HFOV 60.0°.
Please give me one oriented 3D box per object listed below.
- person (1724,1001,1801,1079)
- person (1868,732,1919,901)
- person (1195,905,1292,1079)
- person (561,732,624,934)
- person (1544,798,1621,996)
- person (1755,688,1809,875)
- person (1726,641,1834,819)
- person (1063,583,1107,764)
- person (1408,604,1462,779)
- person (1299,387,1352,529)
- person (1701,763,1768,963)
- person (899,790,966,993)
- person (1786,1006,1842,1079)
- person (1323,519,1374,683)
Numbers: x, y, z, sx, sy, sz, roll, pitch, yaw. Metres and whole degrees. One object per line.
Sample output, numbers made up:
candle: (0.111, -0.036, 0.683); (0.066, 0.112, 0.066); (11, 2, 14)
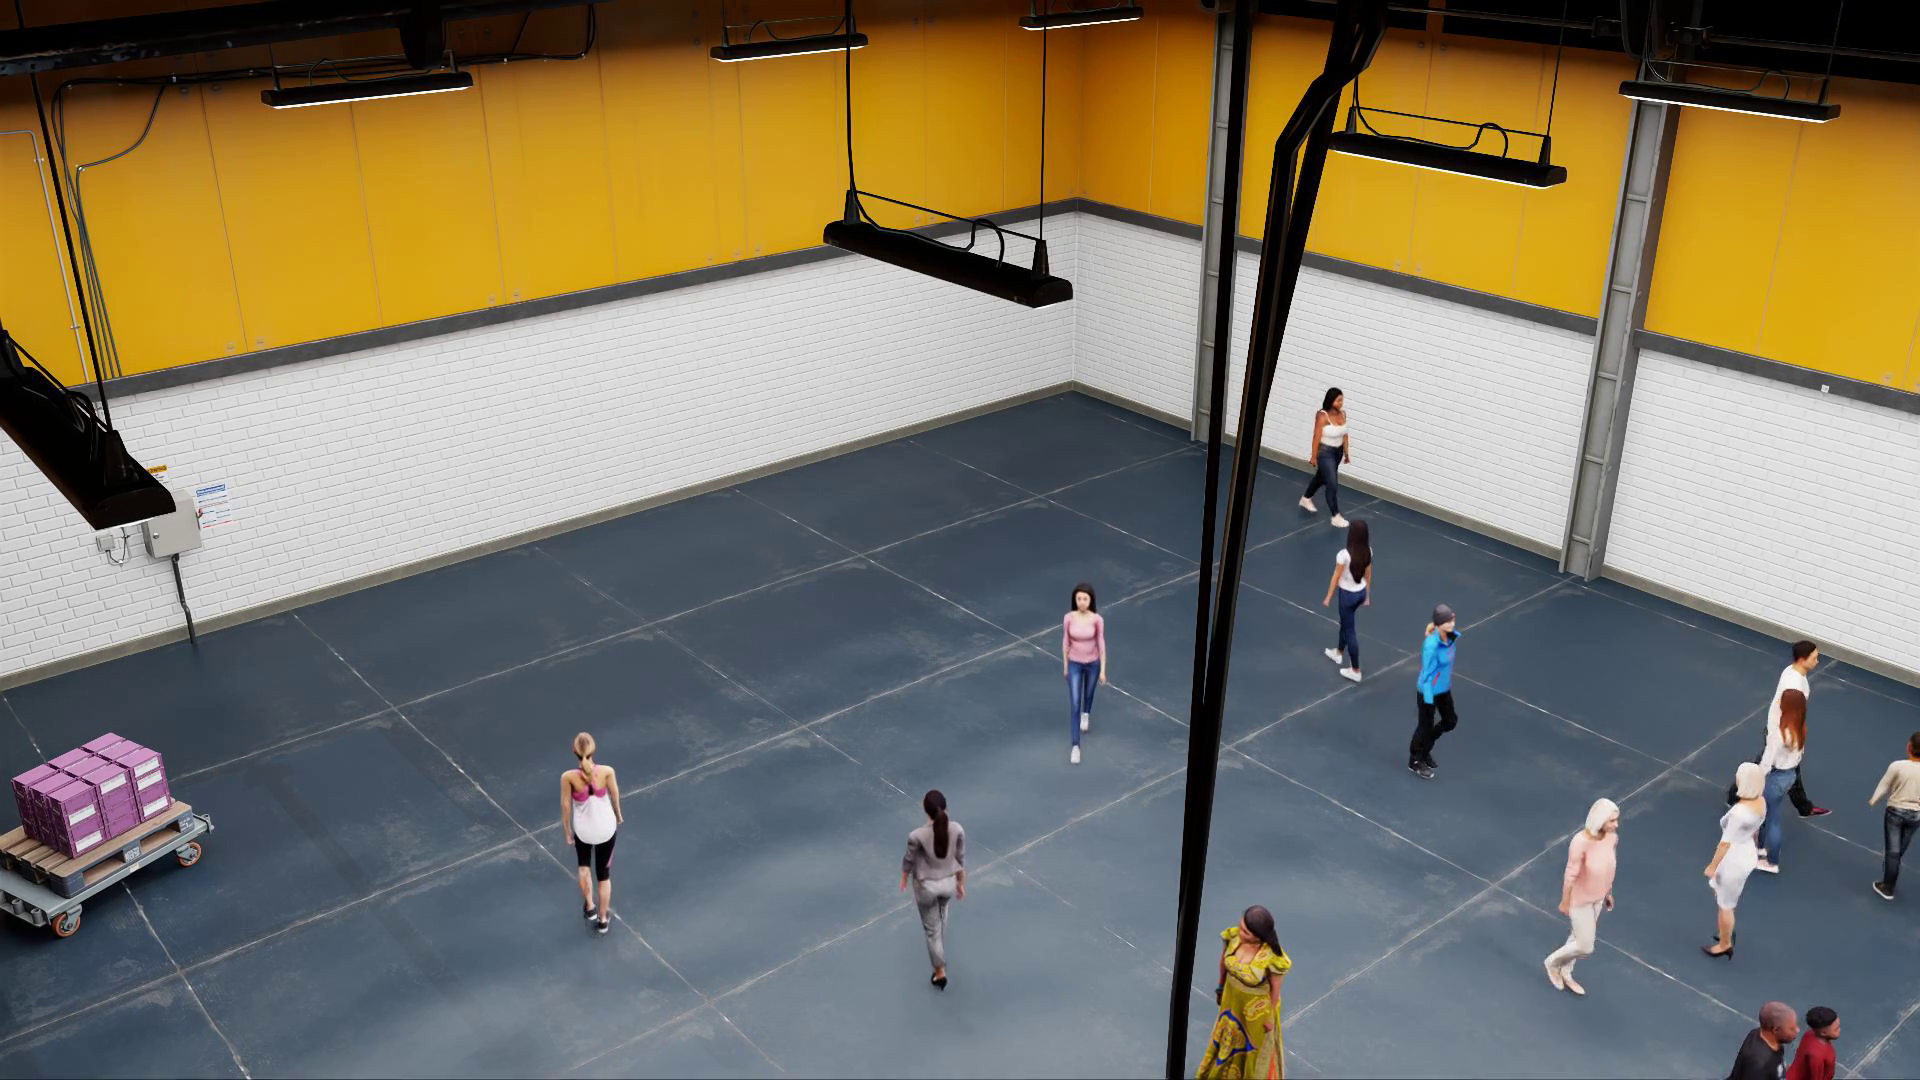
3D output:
person: (4.809, 3.616, 10.438); (1.206, 1.769, 0.960); (13, 27, 27)
person: (7.857, 2.323, 13.804); (0.920, 1.442, 0.933); (3, 24, 7)
person: (2.003, 3.204, 11.518); (0.762, 1.659, 0.950); (20, 31, 38)
person: (-2.908, 2.373, 13.275); (0.739, 1.774, 0.767); (-6, 24, -13)
person: (4.700, 2.670, 12.669); (0.620, 1.716, 0.637); (-15, 28, -31)
person: (6.994, 2.067, 14.046); (0.591, 1.717, 0.630); (-21, 31, -39)
person: (7.234, 1.700, 14.822); (1.160, 1.768, 0.872); (14, 27, 29)
person: (1.217, 1.195, 16.069); (1.108, 1.695, 1.130); (4, 24, 8)
person: (4.343, 1.389, 15.518); (0.633, 1.782, 0.605); (-21, 31, -39)
person: (4.631, -1.095, 21.218); (0.698, 1.767, 1.158); (-16, 28, -32)
person: (6.103, 2.544, 12.928); (0.581, 1.740, 0.566); (-21, 31, -40)
person: (-0.164, 2.708, 12.660); (0.782, 1.653, 0.999); (-10, 26, -22)
person: (5.544, 3.618, 11.092); (0.831, 1.242, 0.672); (13, 27, 27)
person: (4.120, 0.654, 17.234); (0.620, 1.754, 0.851); (-17, 29, -34)
